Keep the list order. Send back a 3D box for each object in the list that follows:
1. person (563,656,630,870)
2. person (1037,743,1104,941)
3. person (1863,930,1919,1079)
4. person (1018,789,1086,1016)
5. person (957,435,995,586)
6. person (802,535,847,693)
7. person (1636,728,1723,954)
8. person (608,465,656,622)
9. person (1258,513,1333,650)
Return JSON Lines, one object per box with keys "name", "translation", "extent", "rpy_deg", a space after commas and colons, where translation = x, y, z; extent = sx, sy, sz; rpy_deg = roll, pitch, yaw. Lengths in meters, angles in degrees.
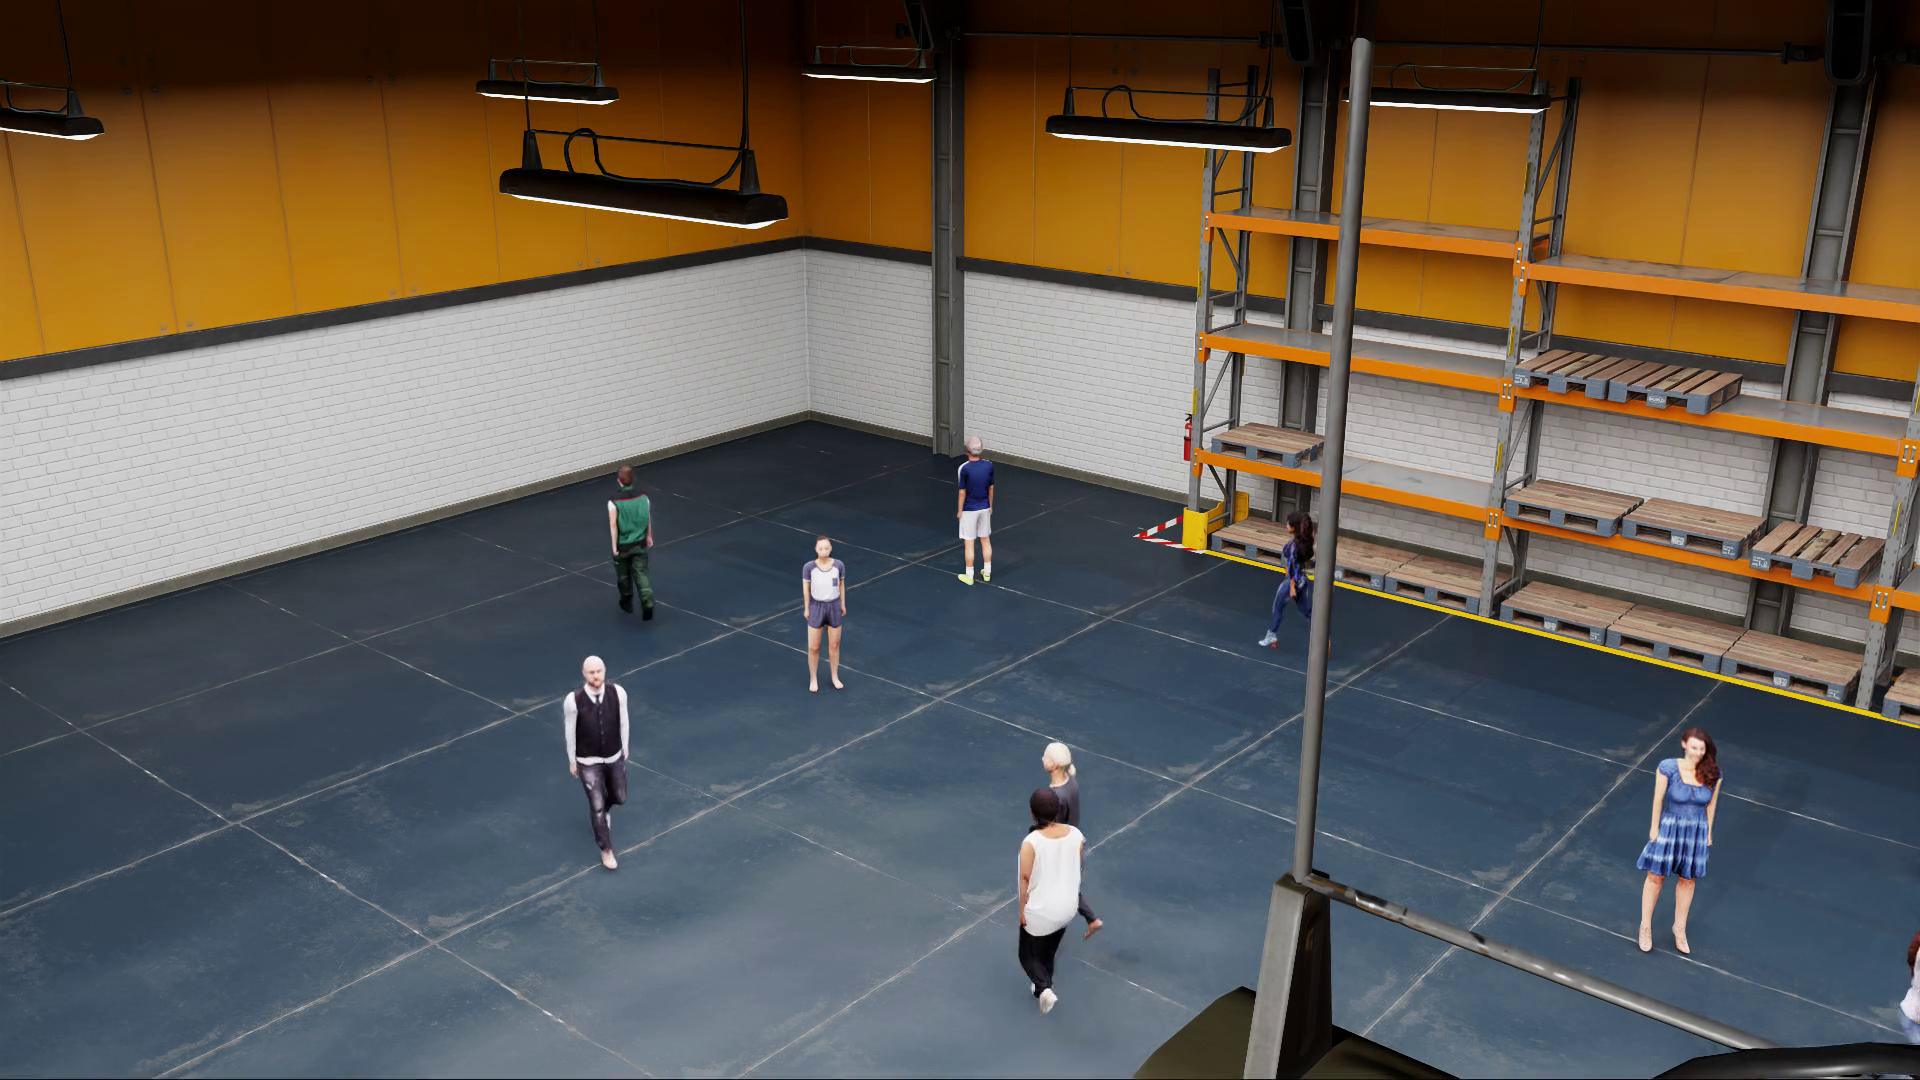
{"name": "person", "translation": [-2.994, 1.794, 13.760], "extent": [0.928, 1.804, 1.086], "rpy_deg": [-9, 20, -24]}
{"name": "person", "translation": [0.810, 2.302, 12.389], "extent": [0.851, 1.715, 0.718], "rpy_deg": [10, 21, 27]}
{"name": "person", "translation": [5.934, 2.982, 10.387], "extent": [0.775, 1.705, 0.578], "rpy_deg": [13, 23, 34]}
{"name": "person", "translation": [0.622, 2.573, 11.654], "extent": [0.839, 1.672, 0.913], "rpy_deg": [-12, 22, -32]}
{"name": "person", "translation": [0.190, -0.374, 20.144], "extent": [0.711, 1.838, 0.688], "rpy_deg": [-10, 21, -26]}
{"name": "person", "translation": [-1.401, 0.742, 17.123], "extent": [0.675, 1.650, 0.697], "rpy_deg": [-5, 19, -16]}
{"name": "person", "translation": [5.374, 2.245, 12.417], "extent": [0.710, 1.806, 0.814], "rpy_deg": [2, 19, 5]}
{"name": "person", "translation": [-3.722, 0.057, 18.894], "extent": [0.916, 1.818, 1.192], "rpy_deg": [-10, 21, -27]}
{"name": "person", "translation": [3.697, 0.491, 17.970], "extent": [1.091, 1.586, 0.763], "rpy_deg": [10, 21, 28]}
